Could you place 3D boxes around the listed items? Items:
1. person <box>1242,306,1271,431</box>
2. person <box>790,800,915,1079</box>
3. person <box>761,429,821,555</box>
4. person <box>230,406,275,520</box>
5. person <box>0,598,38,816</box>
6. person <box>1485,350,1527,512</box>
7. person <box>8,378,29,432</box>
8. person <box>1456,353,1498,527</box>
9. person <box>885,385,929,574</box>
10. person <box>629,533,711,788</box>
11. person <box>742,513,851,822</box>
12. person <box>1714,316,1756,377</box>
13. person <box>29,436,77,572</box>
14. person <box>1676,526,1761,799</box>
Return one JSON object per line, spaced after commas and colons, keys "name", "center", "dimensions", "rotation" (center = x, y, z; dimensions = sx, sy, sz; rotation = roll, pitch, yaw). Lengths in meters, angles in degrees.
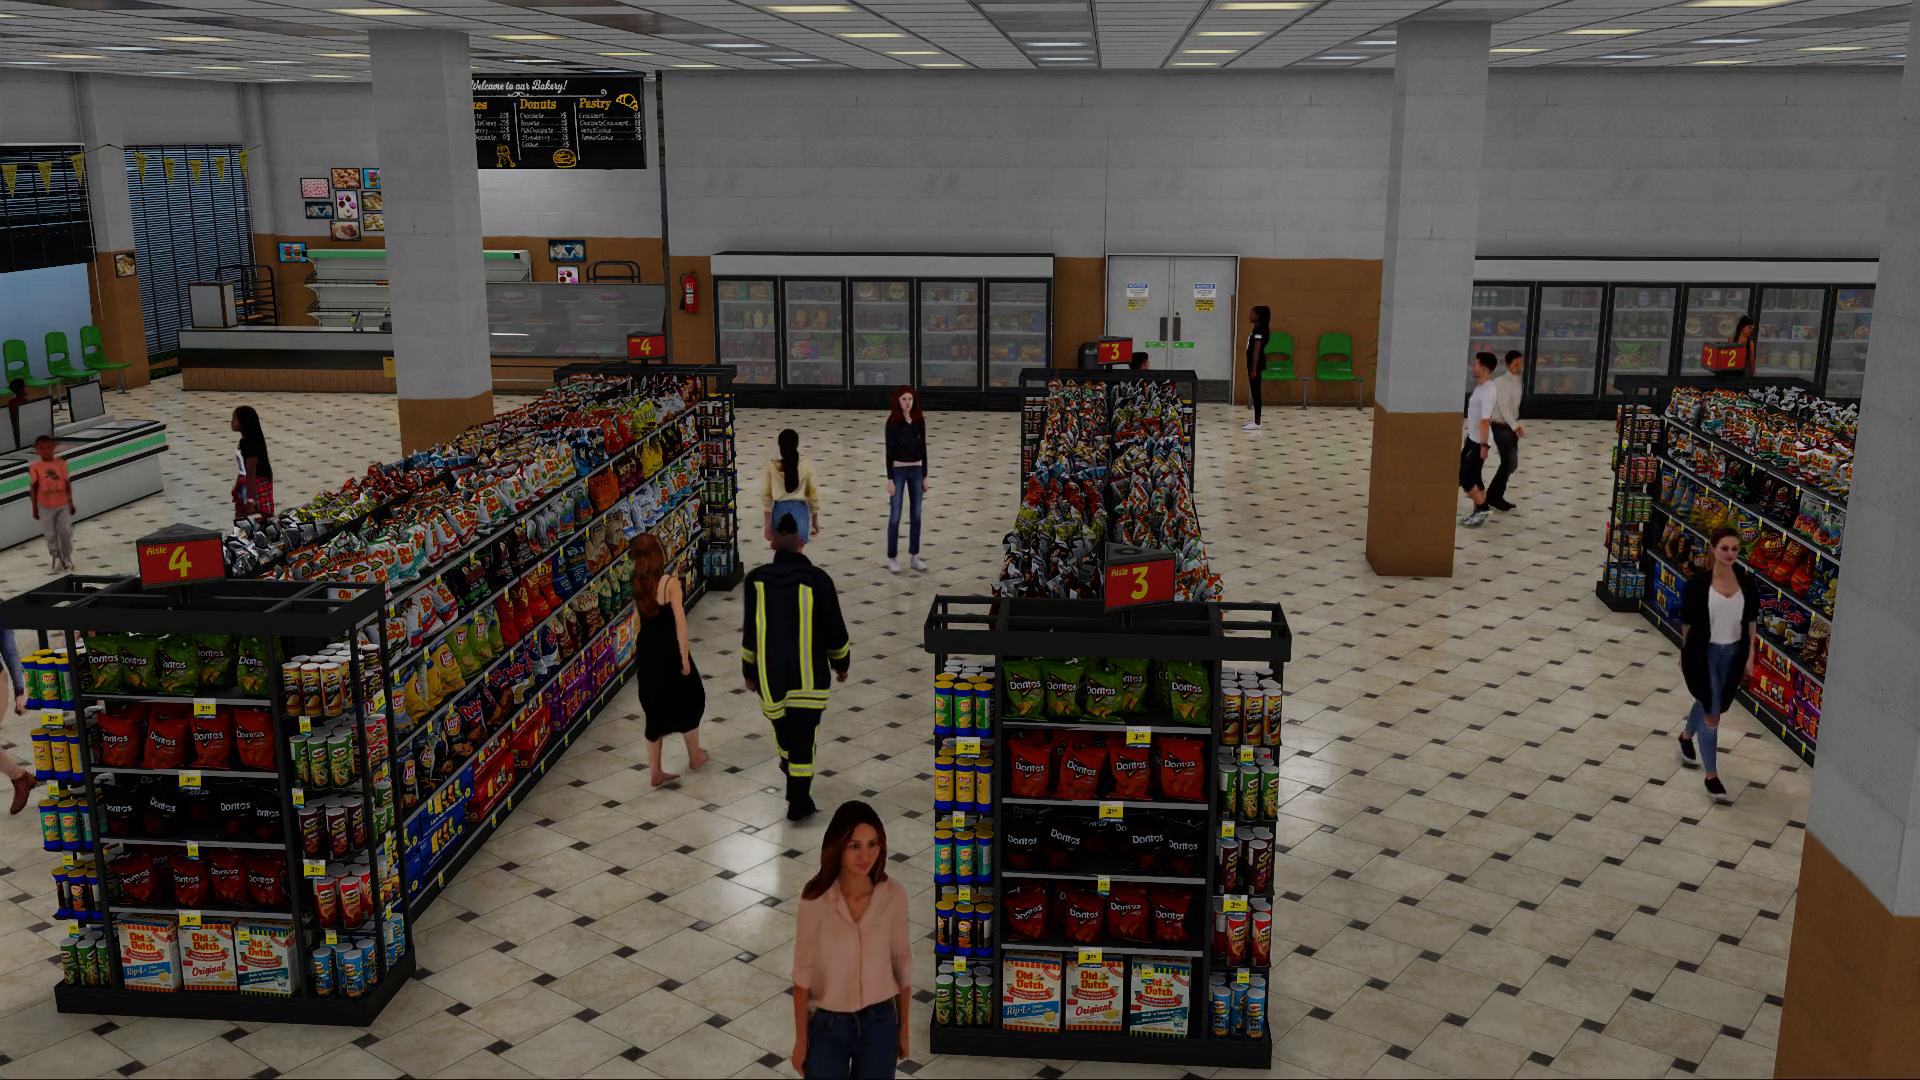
{"name": "person", "center": [4.168, -2.430, 23.391], "dimensions": [0.662, 1.731, 0.497], "rotation": [2, 14, 8]}
{"name": "person", "center": [-0.416, 1.756, 6.029], "dimensions": [0.775, 1.780, 0.903], "rotation": [-4, 14, -16]}
{"name": "person", "center": [-1.443, -0.105, 14.080], "dimensions": [0.731, 1.601, 0.975], "rotation": [-1, 14, -2]}
{"name": "person", "center": [-6.190, -0.351, 14.850], "dimensions": [0.808, 1.717, 0.746], "rotation": [-8, 16, -30]}
{"name": "person", "center": [-5.643, 0.904, 9.637], "dimensions": [0.695, 1.735, 1.208], "rotation": [0, 14, -1]}
{"name": "person", "center": [5.875, -1.174, 18.115], "dimensions": [0.875, 1.777, 0.799], "rotation": [8, 16, 31]}
{"name": "person", "center": [-11.085, -1.287, 19.689], "dimensions": [0.510, 1.254, 0.505], "rotation": [3, 14, 11]}
{"name": "person", "center": [5.507, -1.033, 17.402], "dimensions": [0.815, 1.838, 0.695], "rotation": [5, 14, 19]}
{"name": "person", "center": [-0.511, -0.576, 15.634], "dimensions": [0.647, 1.784, 0.665], "rotation": [-7, 15, -26]}
{"name": "person", "center": [-1.898, 0.780, 10.468], "dimensions": [0.753, 1.583, 0.873], "rotation": [8, 16, 29]}
{"name": "person", "center": [-1.027, 0.781, 9.928], "dimensions": [0.825, 1.837, 1.067], "rotation": [2, 14, 10]}
{"name": "person", "center": [10.580, -2.266, 22.957], "dimensions": [0.850, 1.616, 1.126], "rotation": [-2, 14, -9]}
{"name": "person", "center": [-8.586, -0.348, 15.735], "dimensions": [0.726, 1.294, 0.817], "rotation": [-8, 16, -30]}
{"name": "person", "center": [4.752, 0.731, 10.541], "dimensions": [0.621, 1.644, 1.102], "rotation": [1, 14, 4]}
